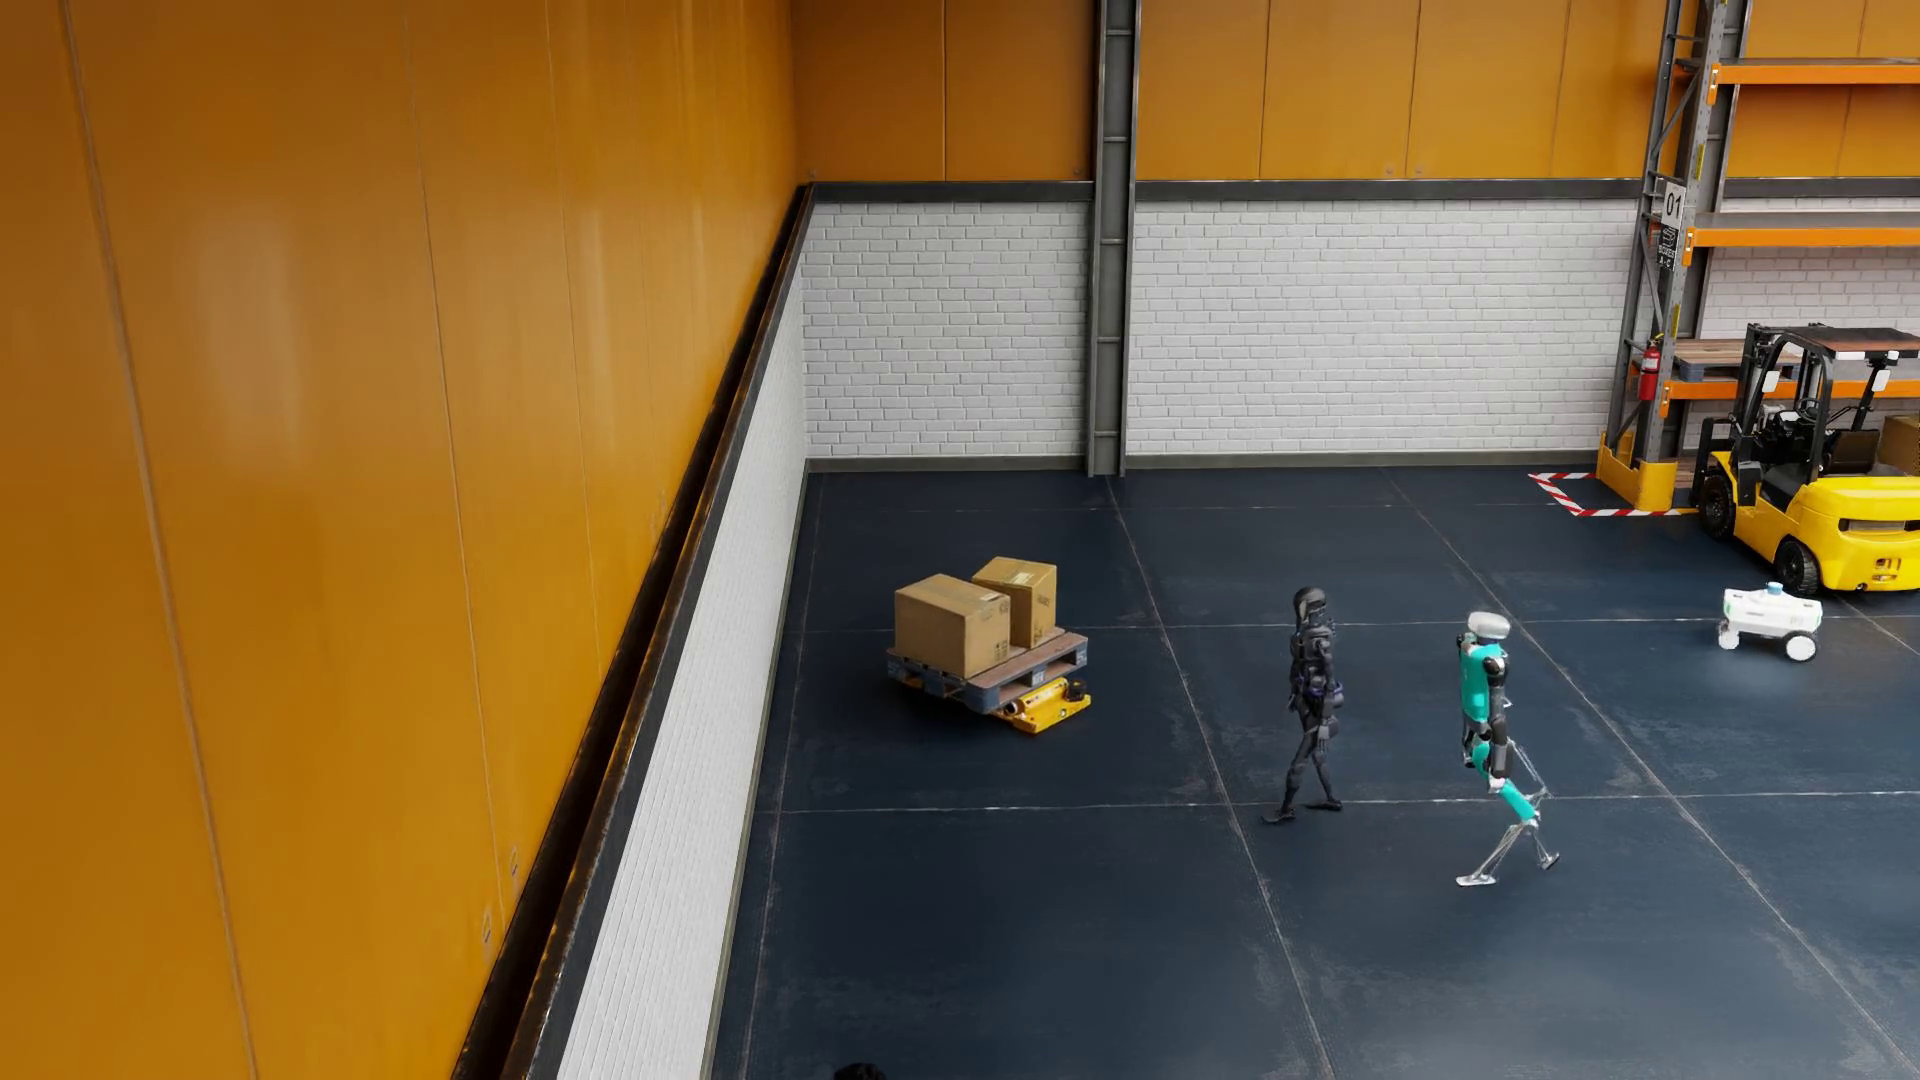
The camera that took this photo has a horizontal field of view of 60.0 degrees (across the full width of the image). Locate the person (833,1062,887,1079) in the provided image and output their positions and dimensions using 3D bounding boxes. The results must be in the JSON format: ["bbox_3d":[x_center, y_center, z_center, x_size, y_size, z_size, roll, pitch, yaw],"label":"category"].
[{"bbox_3d":[-0.366,2.680,6.222,0.318,1.699,0.534,-6,21,-16],"label":"person"}]

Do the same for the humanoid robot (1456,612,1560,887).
[{"bbox_3d":[3.375,1.308,10.005,0.862,1.859,0.571,-2,20,-4],"label":"humanoid robot"}]

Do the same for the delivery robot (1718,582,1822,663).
[{"bbox_3d":[6.552,0.647,13.409,0.814,0.612,0.499,8,22,21],"label":"delivery robot"}]

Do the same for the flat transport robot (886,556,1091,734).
[{"bbox_3d":[0.223,1.082,12.620,1.431,0.231,0.659,17,26,39],"label":"flat transport robot"}]

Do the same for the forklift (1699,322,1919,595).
[{"bbox_3d":[7.809,-0.792,14.926,1.214,2.155,2.313,-1,20,-2],"label":"forklift"}]

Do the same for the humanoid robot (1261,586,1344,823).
[{"bbox_3d":[2.258,1.053,10.682,0.618,1.631,0.613,-4,21,-11],"label":"humanoid robot"}]
